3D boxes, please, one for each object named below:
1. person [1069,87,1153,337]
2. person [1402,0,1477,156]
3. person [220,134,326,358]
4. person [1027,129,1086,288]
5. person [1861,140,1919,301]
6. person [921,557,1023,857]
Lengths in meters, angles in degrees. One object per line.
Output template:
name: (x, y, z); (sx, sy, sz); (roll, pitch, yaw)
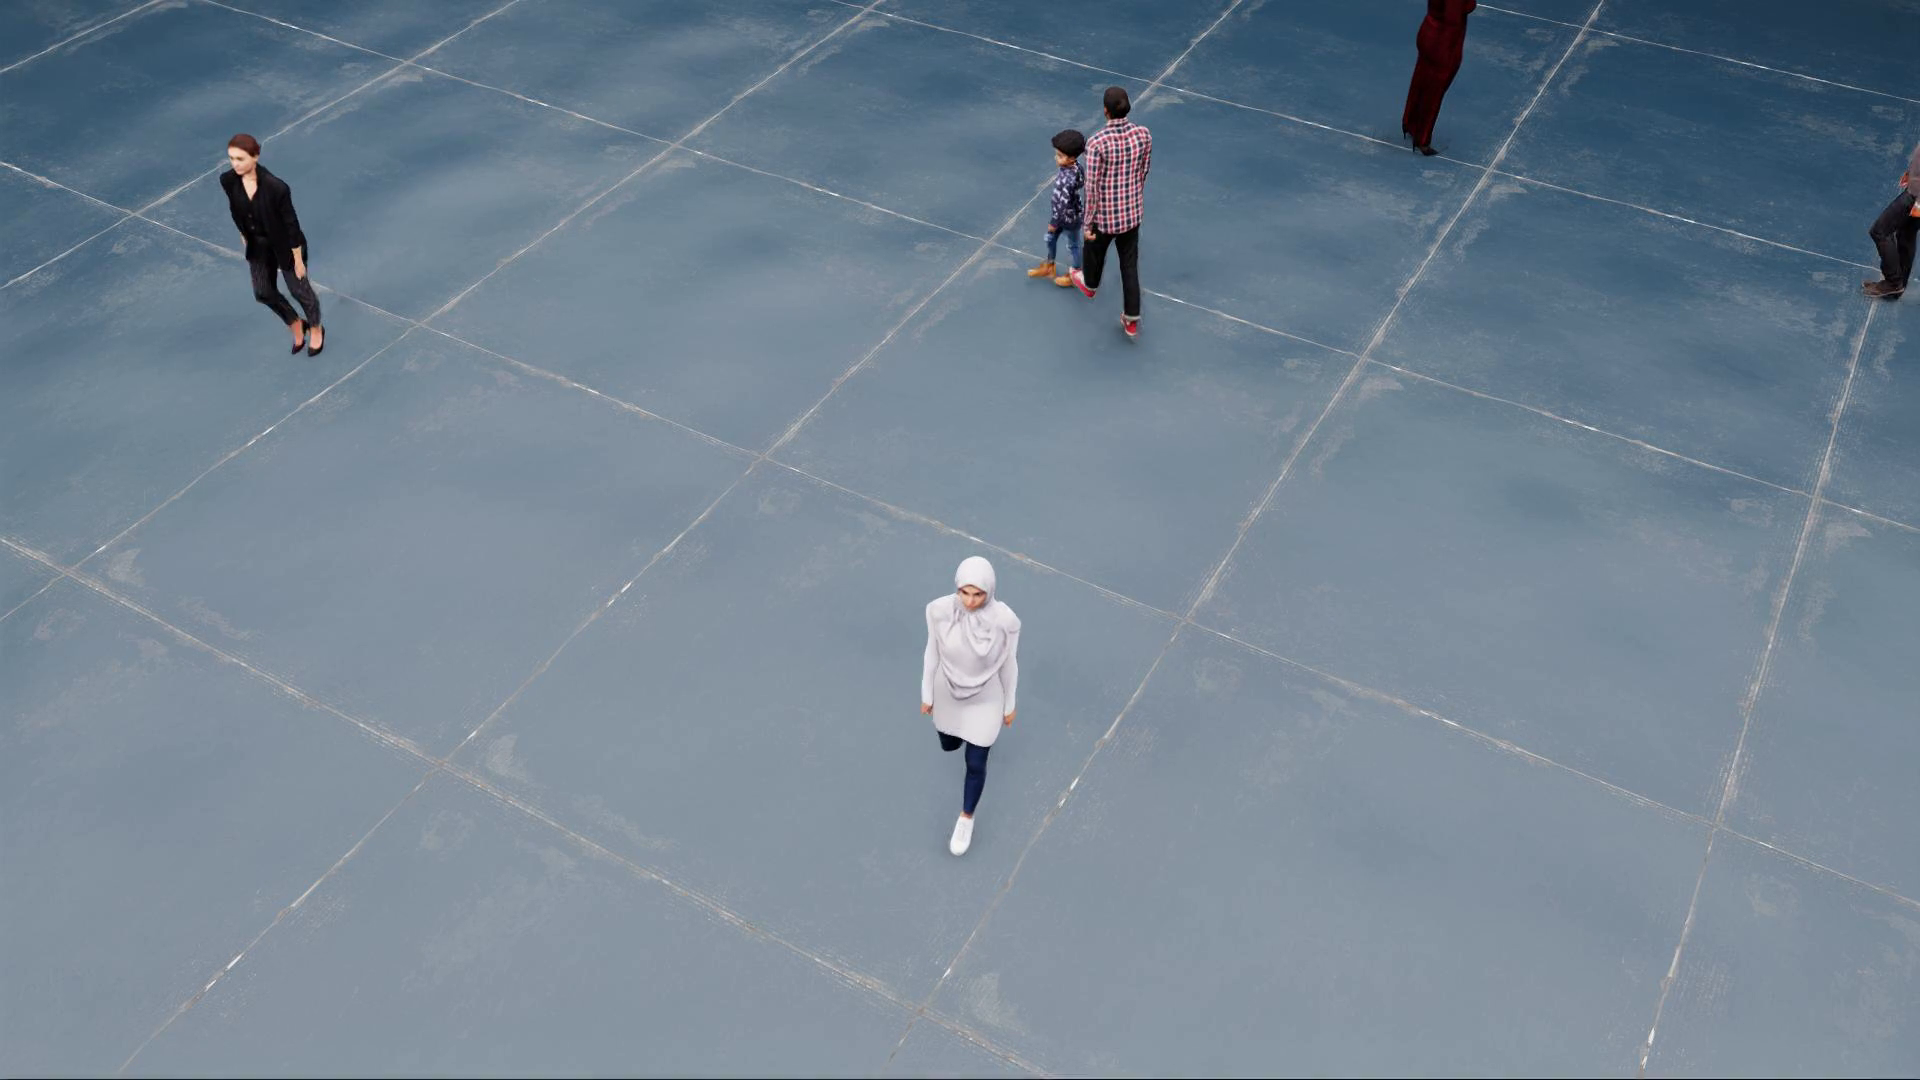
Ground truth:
person: (1.081, -2.194, 11.360); (1.170, 1.723, 1.180); (-14, 44, -15)
person: (3.811, -3.948, 13.267); (0.829, 1.757, 0.738); (-3, 42, -4)
person: (-4.534, -1.997, 11.159); (0.744, 1.703, 0.724); (8, 43, 9)
person: (0.823, -2.356, 11.896); (0.723, 1.243, 0.675); (-5, 42, -5)
person: (6.796, -2.412, 11.577); (0.735, 1.755, 0.556); (3, 42, 3)
person: (0.059, 0.716, 8.129); (0.763, 1.760, 1.040); (11, 43, 12)
